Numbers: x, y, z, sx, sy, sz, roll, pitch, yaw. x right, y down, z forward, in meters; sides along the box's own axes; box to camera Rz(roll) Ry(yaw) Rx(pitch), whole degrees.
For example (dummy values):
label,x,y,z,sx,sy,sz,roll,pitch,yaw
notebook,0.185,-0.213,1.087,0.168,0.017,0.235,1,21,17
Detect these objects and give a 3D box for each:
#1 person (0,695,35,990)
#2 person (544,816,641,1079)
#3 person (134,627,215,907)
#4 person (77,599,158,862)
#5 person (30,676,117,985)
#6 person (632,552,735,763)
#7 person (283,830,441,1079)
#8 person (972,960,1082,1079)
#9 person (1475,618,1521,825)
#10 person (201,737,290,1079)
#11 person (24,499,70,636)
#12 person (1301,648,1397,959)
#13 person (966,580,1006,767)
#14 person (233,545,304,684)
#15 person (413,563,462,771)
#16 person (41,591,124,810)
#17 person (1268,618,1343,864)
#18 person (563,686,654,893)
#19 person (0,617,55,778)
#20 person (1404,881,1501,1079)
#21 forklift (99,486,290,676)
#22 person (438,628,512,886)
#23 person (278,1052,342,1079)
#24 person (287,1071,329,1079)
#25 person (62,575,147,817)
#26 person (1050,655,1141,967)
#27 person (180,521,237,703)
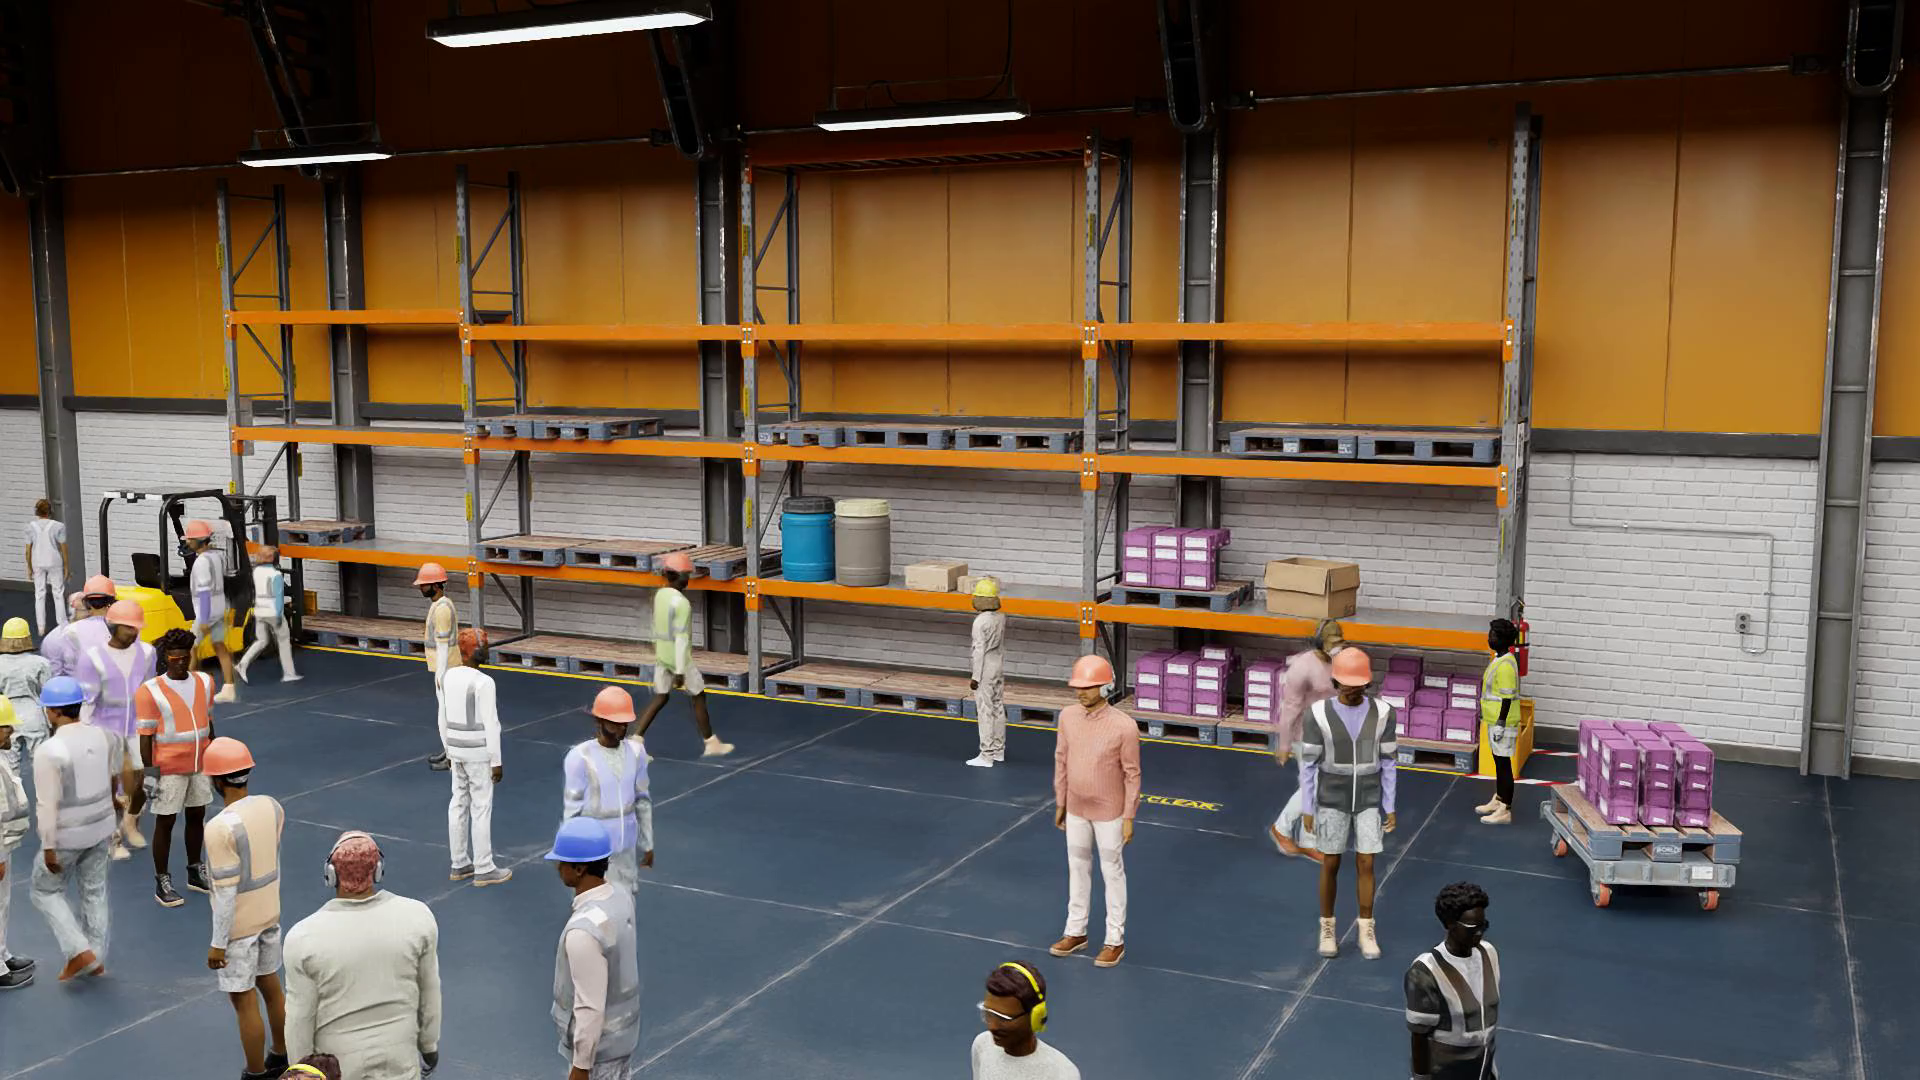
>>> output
label,x,y,z,sx,sy,sz,roll,pitch,yaw
person,-5.928,1.847,10.208,0.403,1.821,0.602,-4,8,-31
person,-1.580,2.147,7.197,0.404,1.945,0.615,0,7,3
person,-5.513,1.583,11.783,0.362,1.962,0.614,4,8,28
person,-6.402,1.452,12.675,0.433,2.018,0.674,6,9,40
person,-5.447,1.786,10.241,0.431,1.932,0.620,2,7,19
person,-2.696,1.103,15.663,1.057,1.991,0.605,-6,9,-40
person,-2.543,2.181,7.089,0.646,1.907,0.401,-5,8,-34
person,0.205,2.361,5.799,0.325,1.861,0.514,-7,9,-43
person,4.444,1.486,13.692,0.318,1.697,0.535,1,7,11
person,-3.747,1.978,8.661,0.379,1.931,0.548,1,7,10
person,-12.245,0.366,22.335,0.515,1.842,0.328,-2,7,-17
person,2.501,1.686,10.697,0.612,2.029,0.410,0,7,1
person,0.240,1.238,15.548,0.295,1.743,0.493,4,8,30
person,-8.023,0.865,19.165,0.528,1.609,0.673,4,8,29
person,-4.830,1.165,15.412,0.399,1.928,0.542,-3,7,-20
person,-7.289,1.365,13.891,0.397,1.897,0.652,5,8,33
person,2.683,1.518,12.578,0.634,1.911,0.459,-6,9,-43
person,-2.082,1.824,9.963,0.407,1.922,0.585,6,9,42
person,-7.585,1.491,13.450,0.486,1.744,0.310,-3,8,-23
person,2.115,2.280,7.117,0.542,1.697,0.316,-5,8,-35
forklift,-9.426,0.454,20.179,1.214,2.155,2.313,3,8,26
person,-3.564,1.577,12.167,0.585,1.882,0.337,5,8,35
person,-1.909,2.450,4.997,0.514,1.876,0.328,3,7,21
person,-1.817,2.475,4.866,0.596,1.876,0.402,0,7,2
person,-7.093,1.305,13.822,0.612,2.038,0.405,-1,7,-8
person,0.854,1.712,10.601,0.613,1.994,0.395,5,9,38
person,-8.323,0.799,18.044,0.884,2.014,0.637,-1,7,-8
